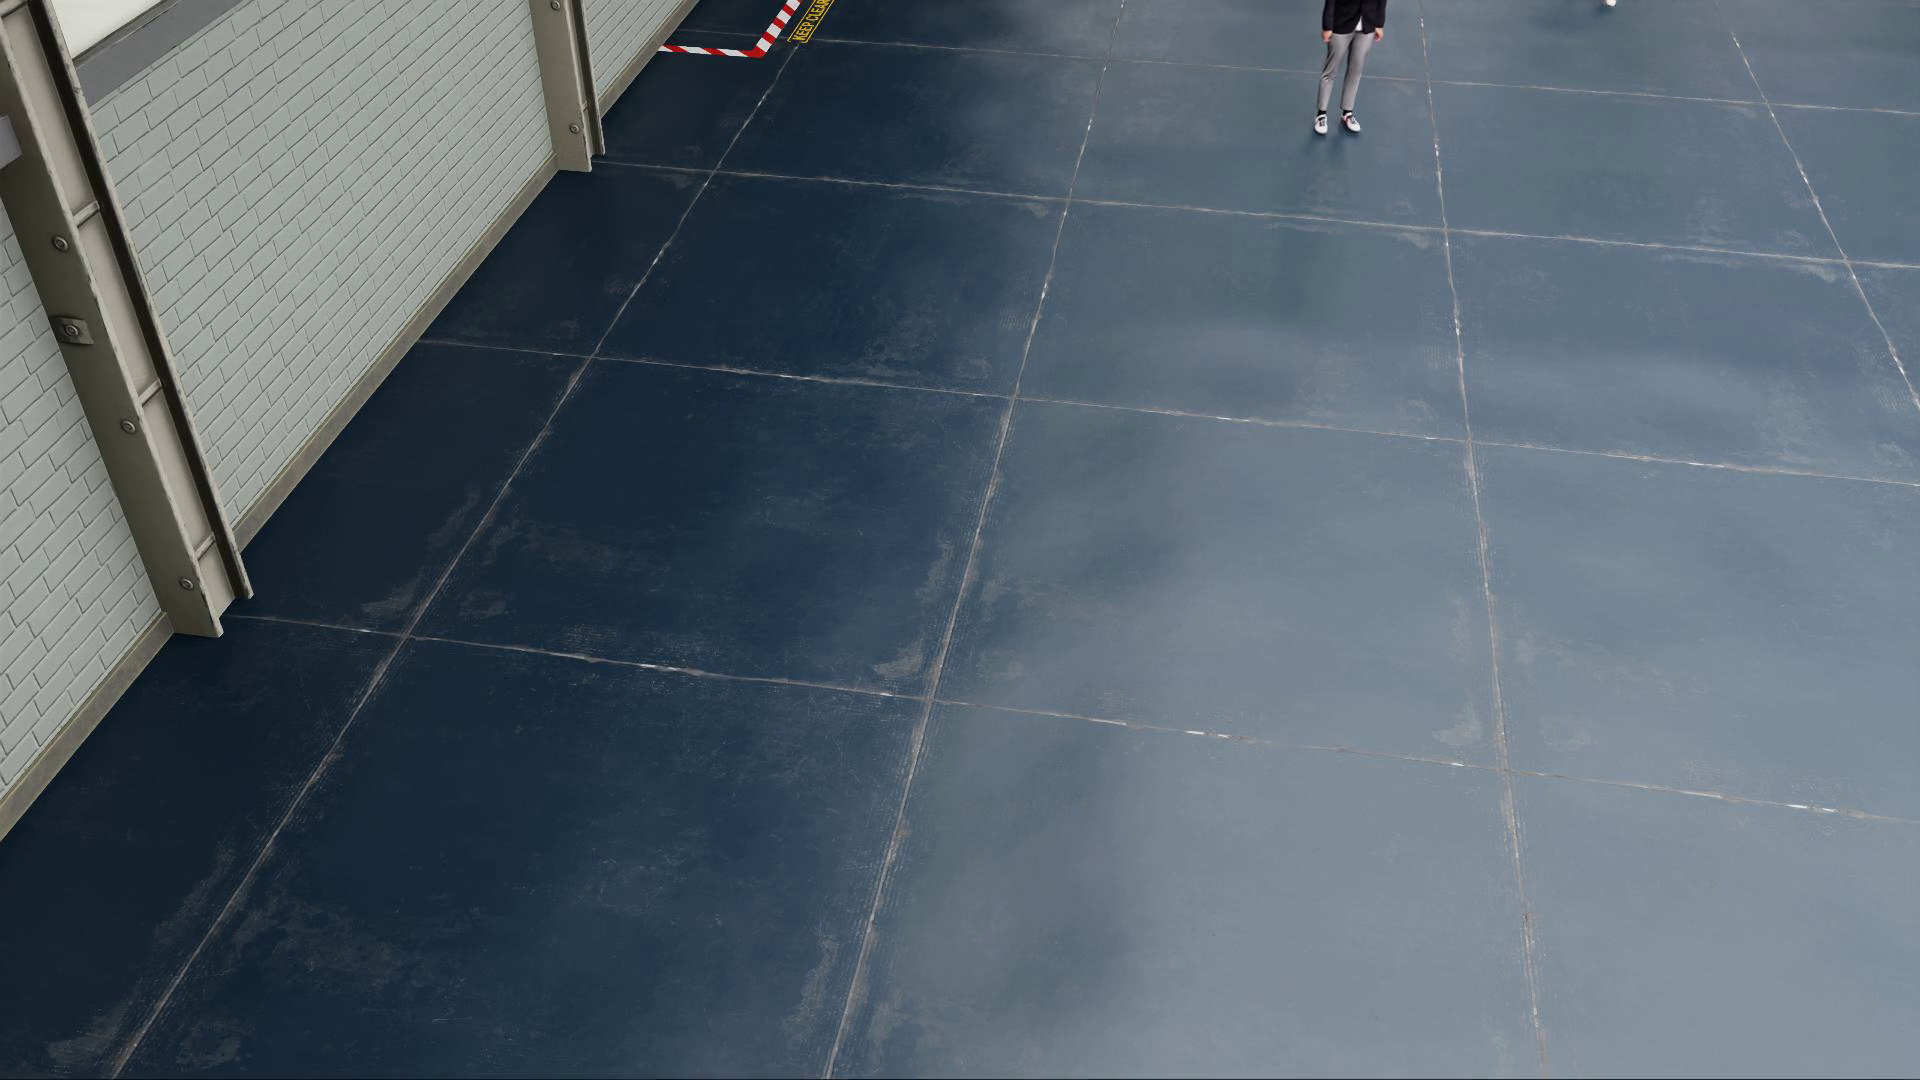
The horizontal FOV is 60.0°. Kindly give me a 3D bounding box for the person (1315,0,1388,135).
[{"bbox_3d":[3.325,-4.430,14.084,0.770,1.959,0.705,-4,38,-5],"label":"person"}]
